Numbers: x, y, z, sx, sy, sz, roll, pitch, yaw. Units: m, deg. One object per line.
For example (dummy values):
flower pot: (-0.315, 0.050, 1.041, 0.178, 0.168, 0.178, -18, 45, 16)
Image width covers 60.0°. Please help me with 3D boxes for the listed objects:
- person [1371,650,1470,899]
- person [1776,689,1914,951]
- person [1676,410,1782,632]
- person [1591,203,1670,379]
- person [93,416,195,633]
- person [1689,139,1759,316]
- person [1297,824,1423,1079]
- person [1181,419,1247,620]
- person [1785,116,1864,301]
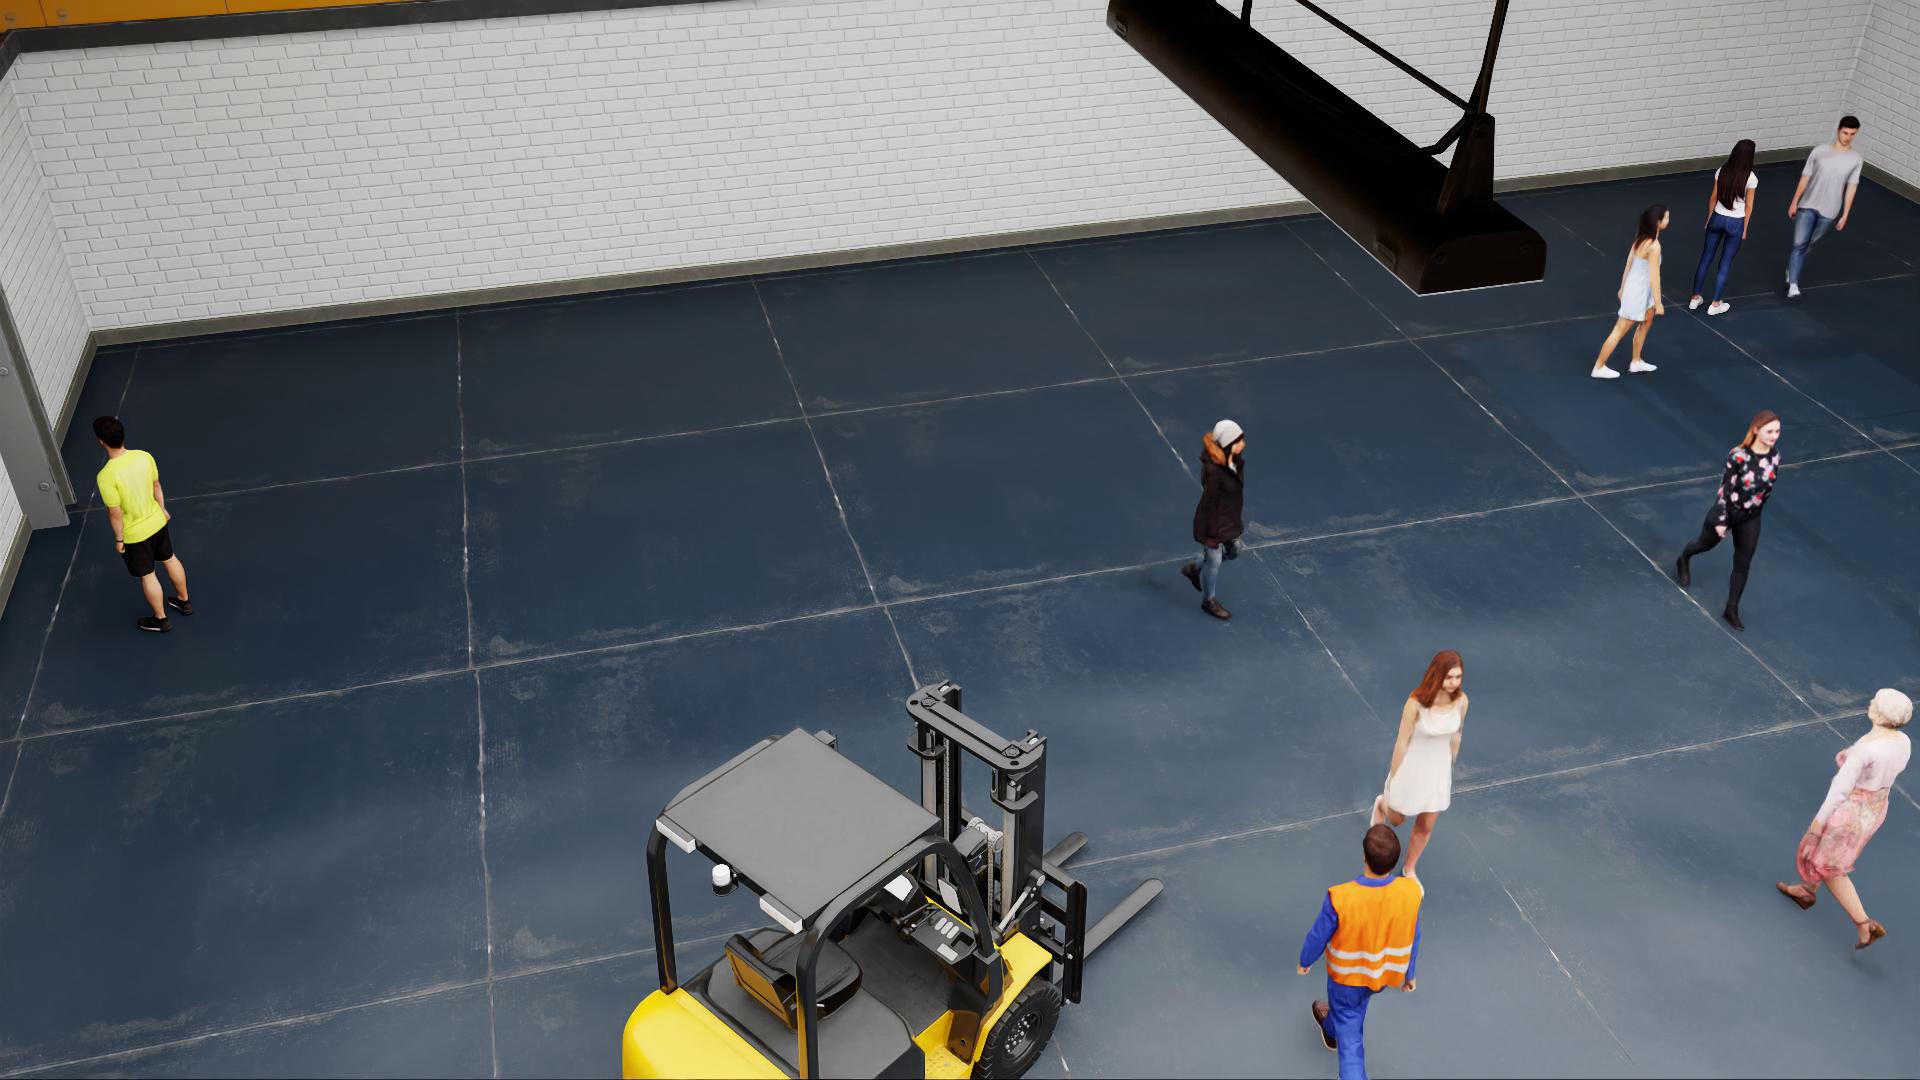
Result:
person: (2.698, 1.300, 9.838, 0.655, 1.699, 0.906, -3, 34, -4)
person: (5.110, 1.599, 9.411, 0.746, 1.674, 0.997, -17, 37, -23)
person: (5.624, -0.228, 12.183, 0.708, 1.648, 1.111, -2, 34, -3)
person: (6.067, -2.229, 15.139, 0.812, 1.708, 0.864, 3, 34, 5)
person: (-5.901, -0.127, 11.977, 0.762, 1.709, 0.675, 14, 36, 20)
person: (7.534, -3.083, 16.365, 0.721, 1.775, 0.596, -25, 41, -32)
person: (2.024, 2.246, 8.309, 0.784, 1.818, 1.254, -5, 34, -8)
person: (1.821, -0.172, 12.122, 0.878, 1.624, 0.812, 23, 40, 30)
person: (8.647, -3.384, 16.756, 1.051, 1.843, 1.270, 9, 35, 13)
